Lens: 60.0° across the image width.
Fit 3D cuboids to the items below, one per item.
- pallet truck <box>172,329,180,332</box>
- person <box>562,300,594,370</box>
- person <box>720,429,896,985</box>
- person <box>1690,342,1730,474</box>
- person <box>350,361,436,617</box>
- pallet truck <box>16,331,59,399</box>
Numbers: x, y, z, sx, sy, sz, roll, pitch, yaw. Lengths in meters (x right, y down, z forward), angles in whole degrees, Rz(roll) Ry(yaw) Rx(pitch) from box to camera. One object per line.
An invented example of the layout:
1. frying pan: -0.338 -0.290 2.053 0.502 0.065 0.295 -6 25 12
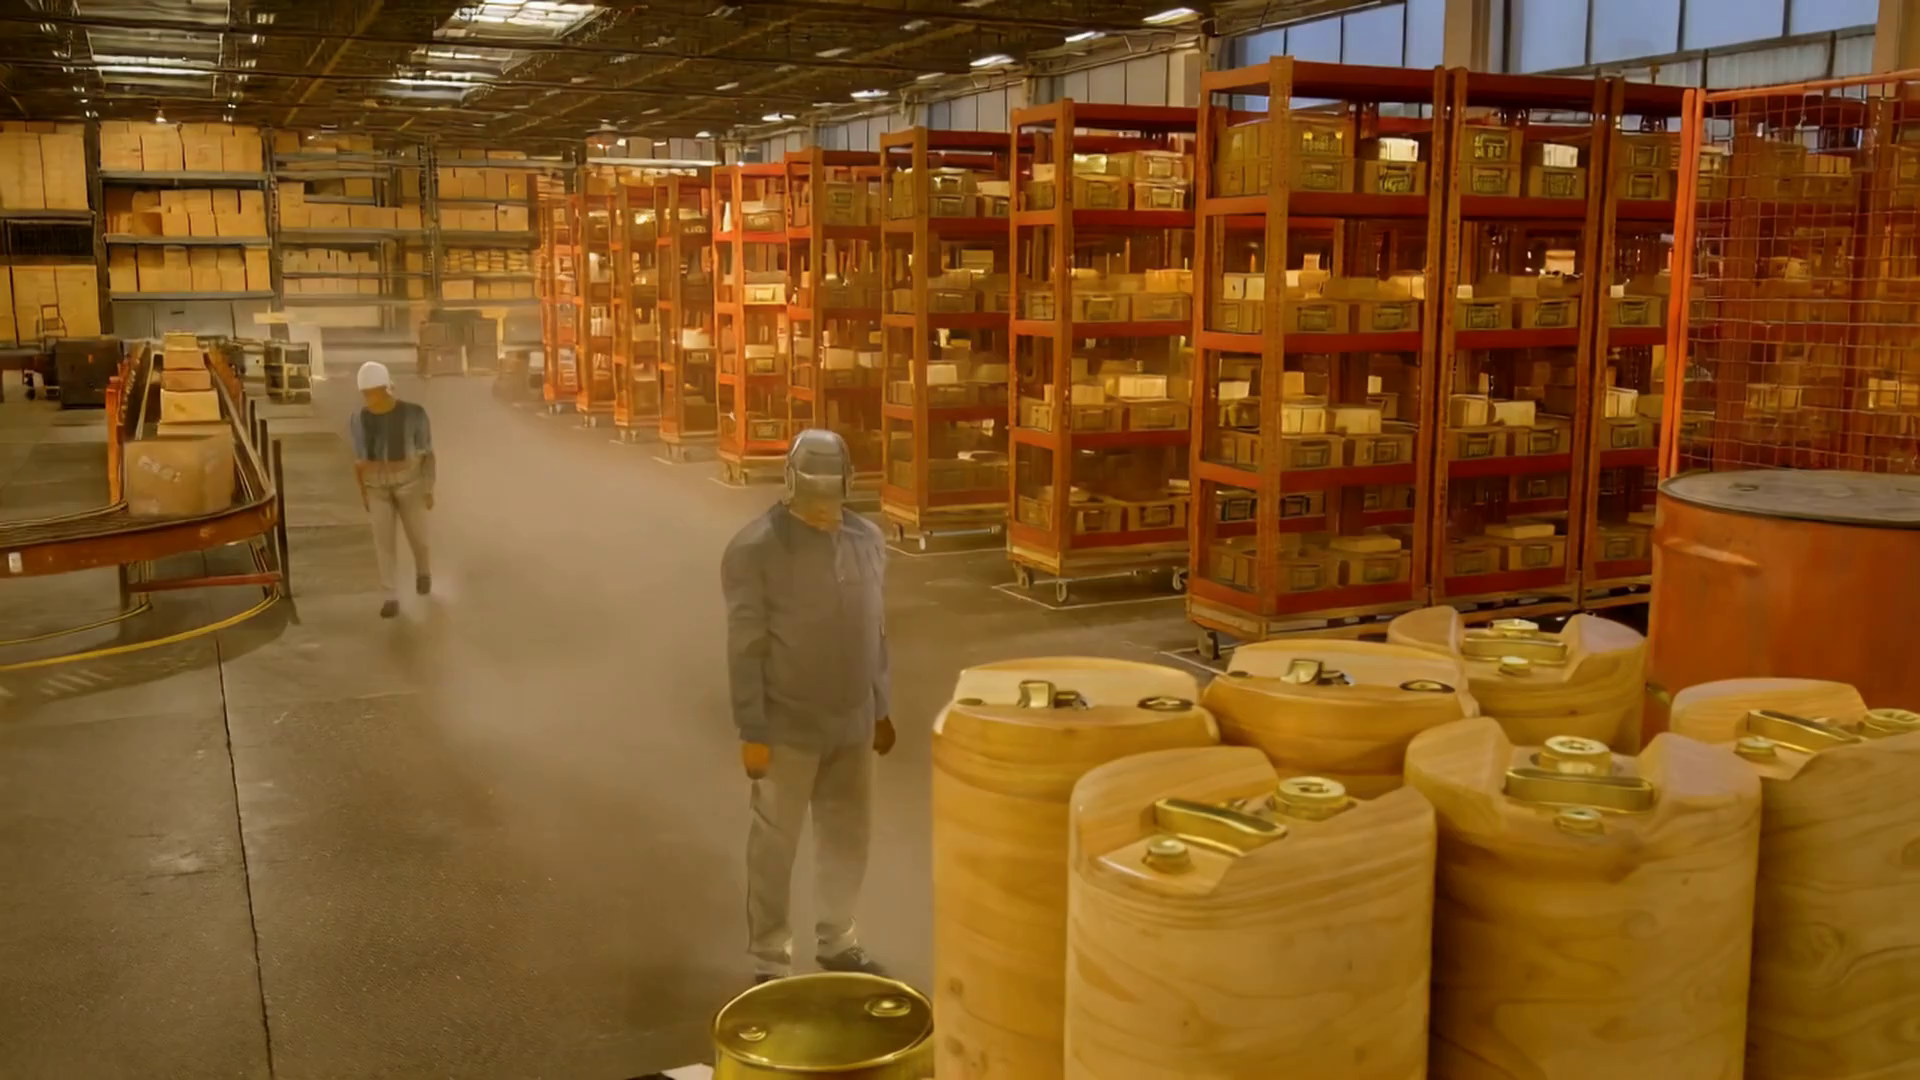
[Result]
1. pallet truck: -17.275 -3.851 35.096 1.601 1.201 0.680 0 9 1
2. person: -9.247 -4.994 40.007 0.995 1.935 0.602 -8 12 -41
3. person: -0.462 0.586 5.484 0.639 1.904 0.402 -8 12 -42
4. person: 6.810 -0.947 15.188 0.390 1.838 0.563 4 10 21
5. person: -4.032 -0.396 11.919 0.596 1.794 0.838 -1 9 -8
6. pallet truck: -17.082 -3.353 31.781 1.630 1.274 0.653 -4 10 -25
